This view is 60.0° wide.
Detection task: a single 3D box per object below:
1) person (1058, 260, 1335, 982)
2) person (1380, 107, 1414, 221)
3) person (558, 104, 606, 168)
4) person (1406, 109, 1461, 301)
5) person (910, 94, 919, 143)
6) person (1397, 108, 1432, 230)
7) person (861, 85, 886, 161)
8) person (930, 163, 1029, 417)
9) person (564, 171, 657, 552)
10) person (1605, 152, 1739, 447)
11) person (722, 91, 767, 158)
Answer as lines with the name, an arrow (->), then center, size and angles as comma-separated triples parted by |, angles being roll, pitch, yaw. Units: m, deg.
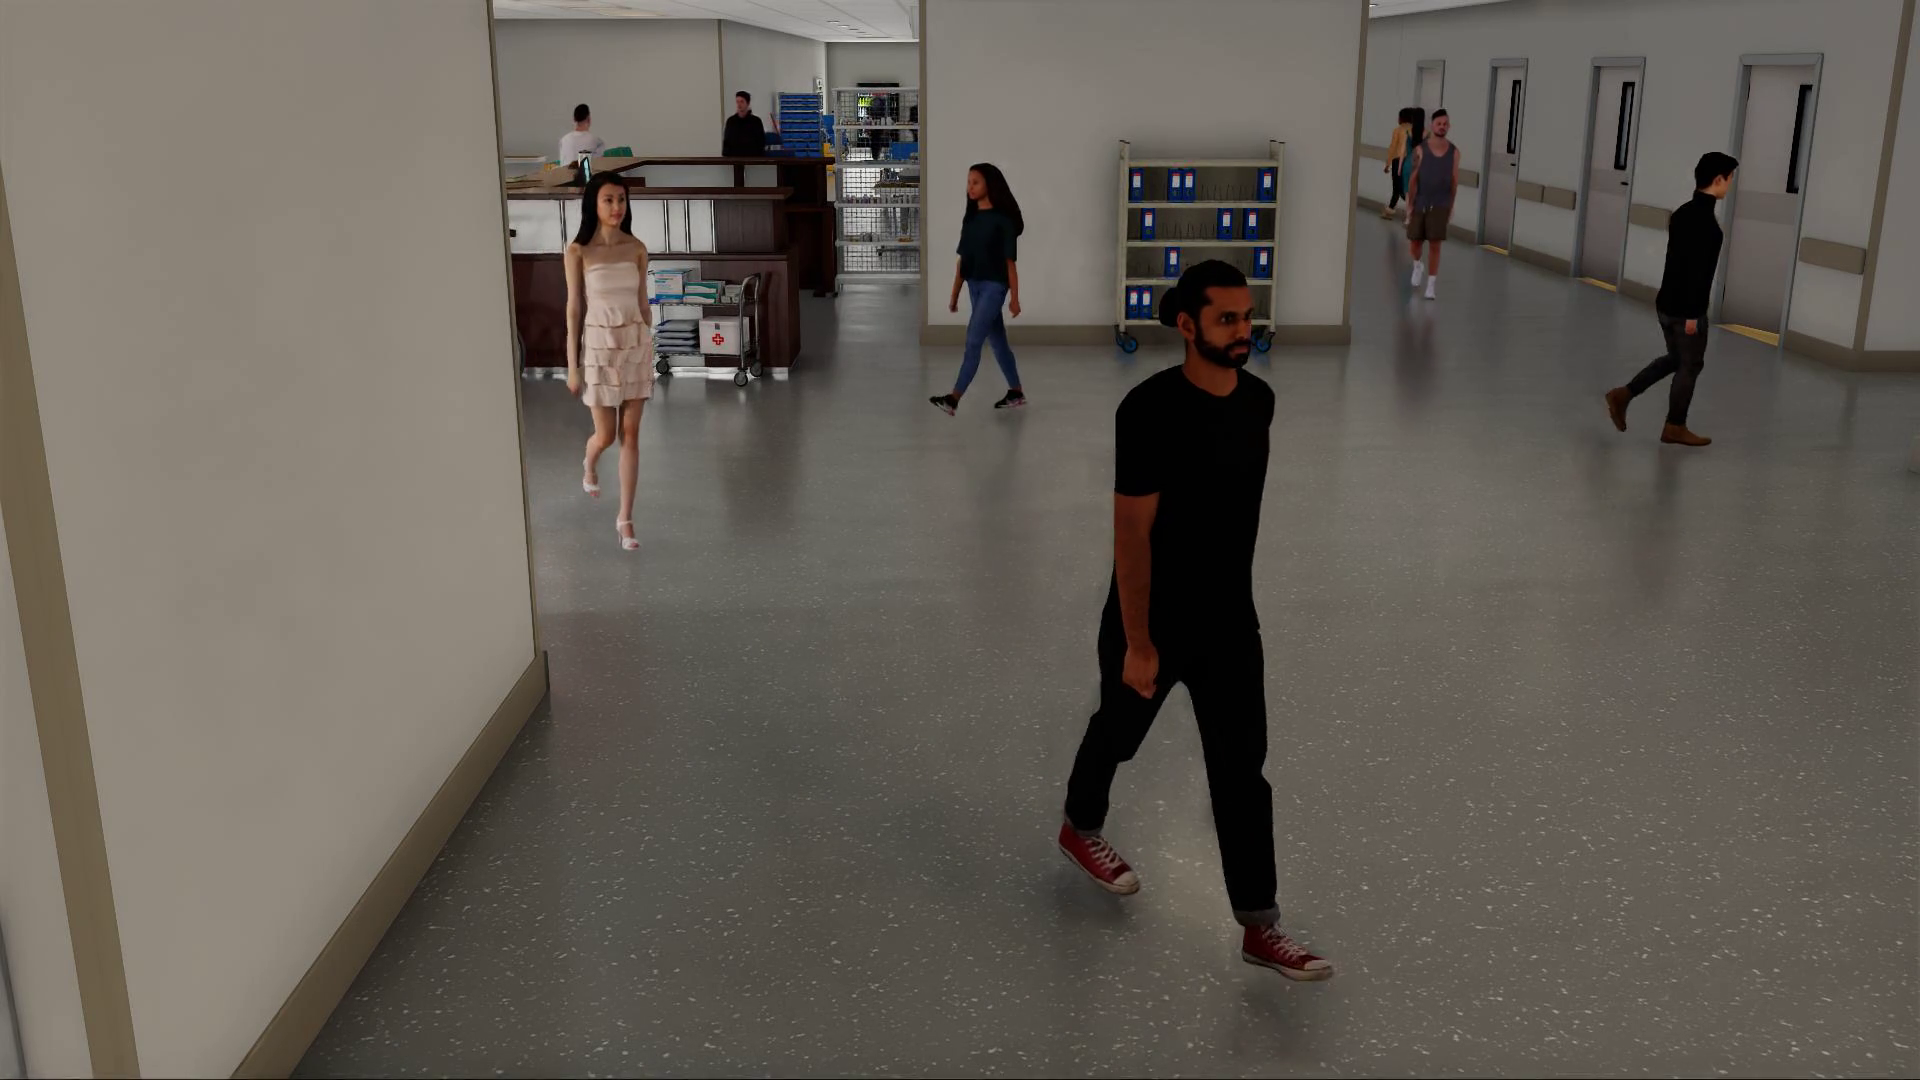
person -> 0.490, 0.191, 4.154 | 1.212, 1.702, 1.115 | -10, 19, -31
person -> 6.532, -5.485, 24.416 | 1.123, 1.632, 1.015 | -8, 18, -26
person -> -4.048, -3.688, 17.711 | 1.096, 1.810, 0.819 | 2, 16, 6
person -> 4.654, -3.310, 16.435 | 1.003, 1.829, 0.856 | 3, 16, 12
person -> -0.893, -9.311, 37.938 | 0.683, 1.657, 0.791 | 2, 16, 8
person -> 6.178, -4.971, 22.571 | 0.987, 1.642, 0.619 | 0, 16, 1
person -> -1.950, -9.366, 37.871 | 1.202, 1.799, 0.780 | 1, 16, 4
person -> 0.239, -1.570, 10.631 | 1.134, 1.576, 1.029 | -13, 20, -39
person -> -1.638, -0.821, 7.706 | 0.903, 1.721, 0.902 | -10, 19, -32
person -> 4.196, -1.400, 9.783 | 0.861, 1.709, 0.707 | 1, 16, 5
person -> -2.720, -4.713, 21.224 | 1.269, 1.877, 1.011 | 4, 16, 15
